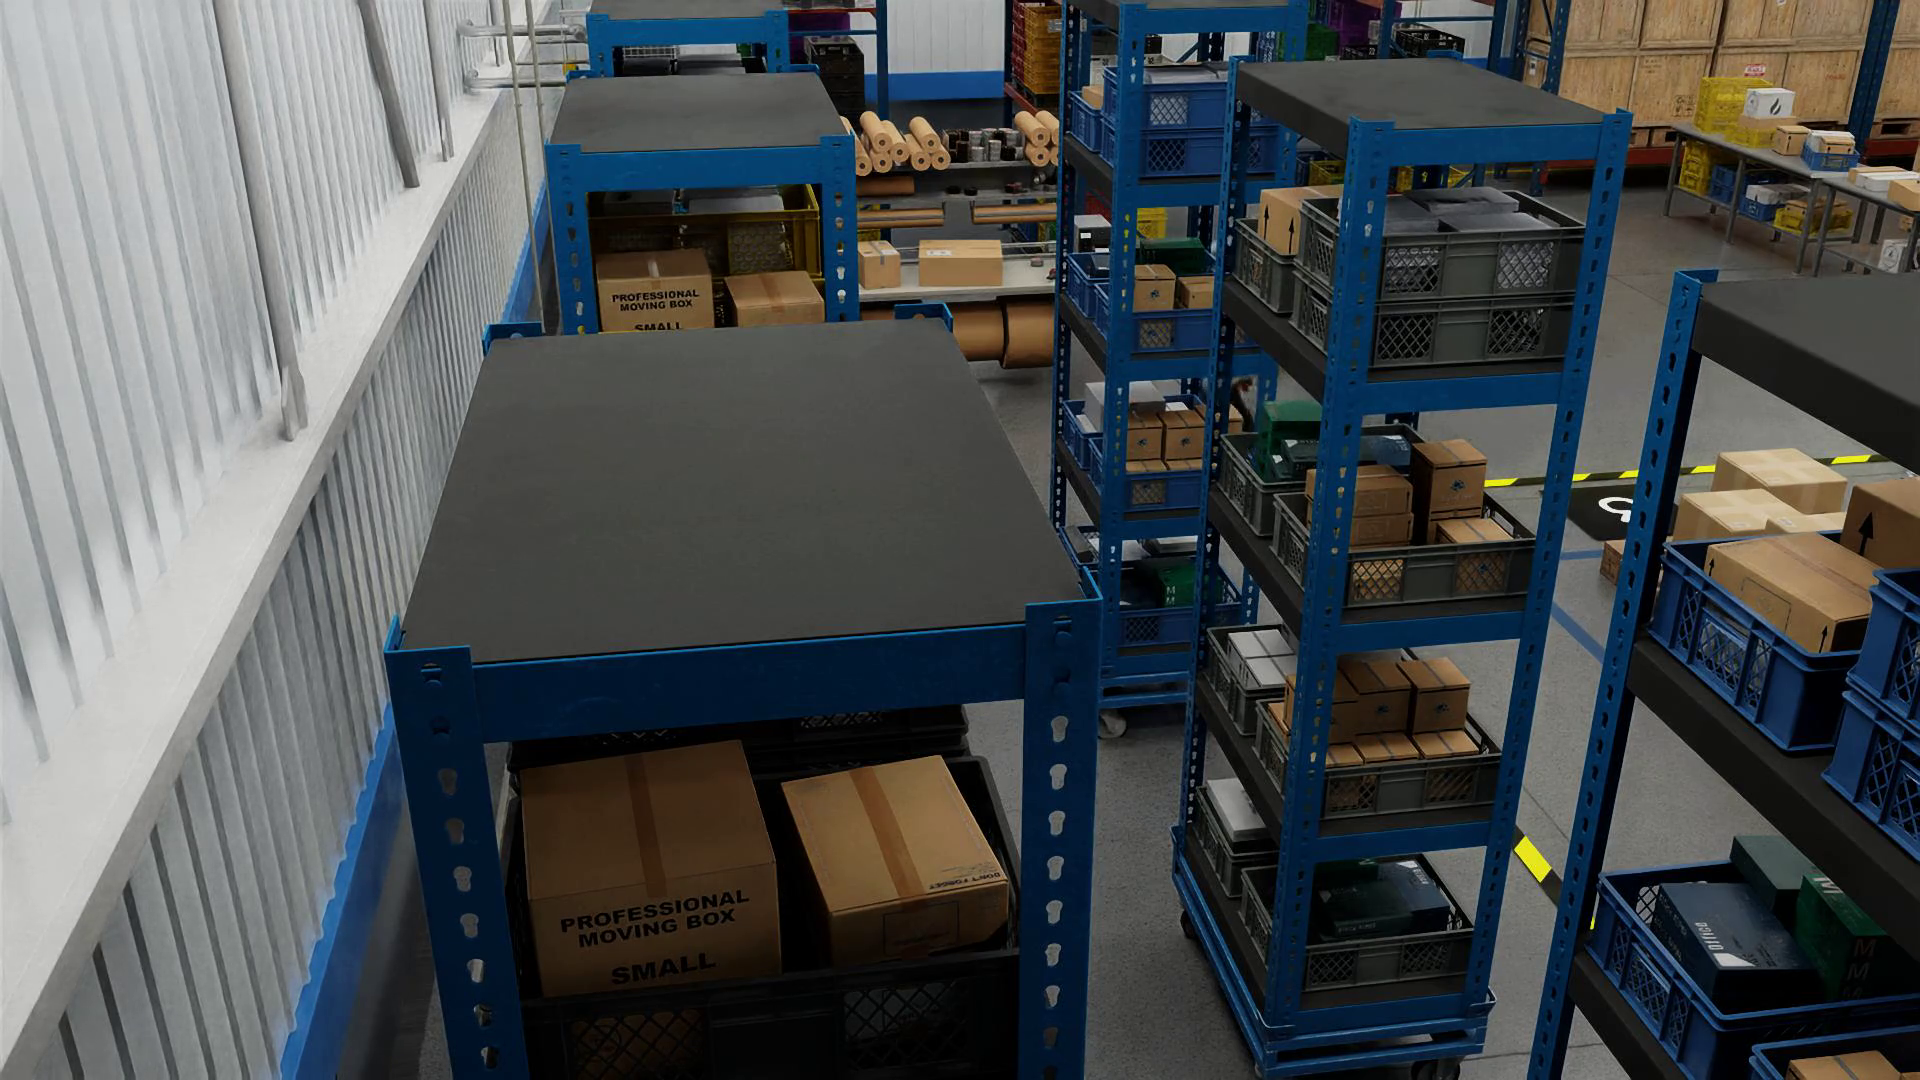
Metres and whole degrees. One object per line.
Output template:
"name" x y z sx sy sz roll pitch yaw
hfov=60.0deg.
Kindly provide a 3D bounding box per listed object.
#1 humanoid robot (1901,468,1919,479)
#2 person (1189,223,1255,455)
"humanoid robot" 6.443 -1.128 10.840 0.735 1.671 0.533 -12 27 -25
"person" 1.734 -1.242 11.162 0.928 1.807 0.597 -4 25 -9
